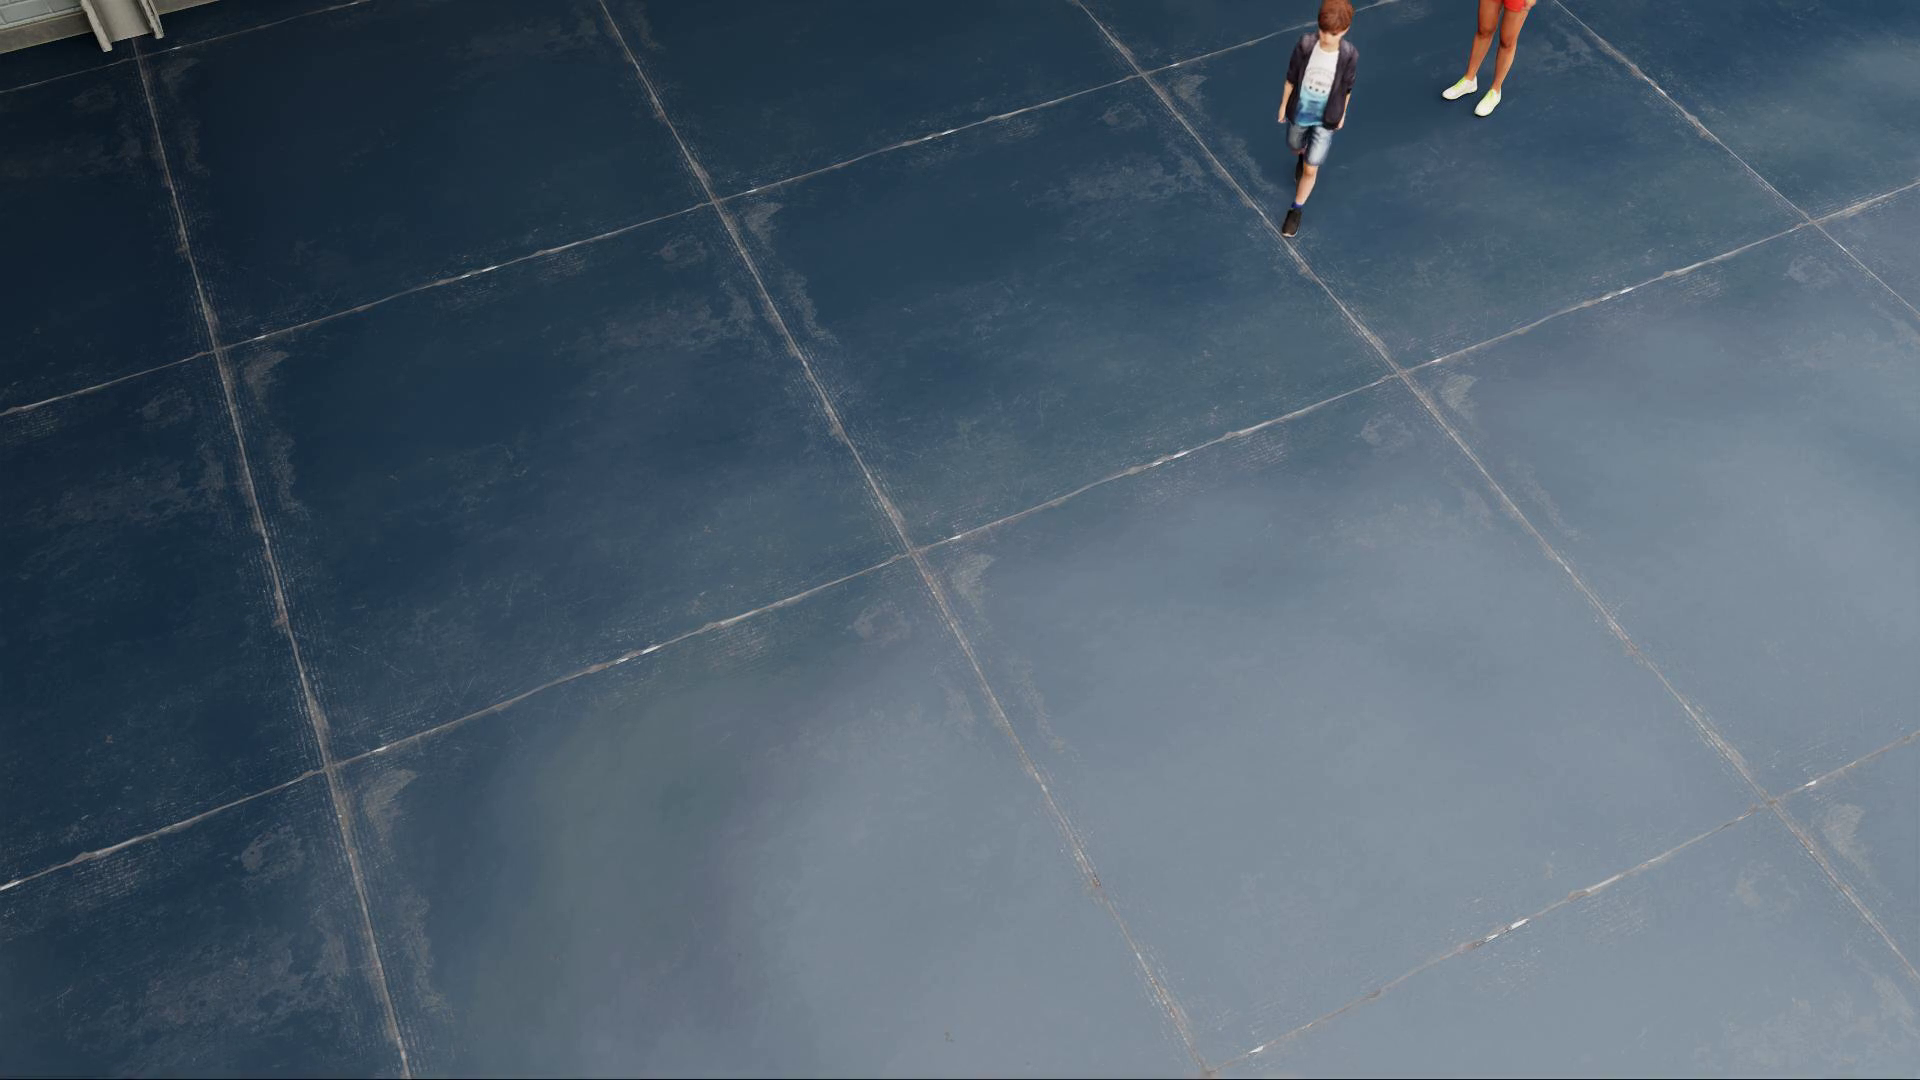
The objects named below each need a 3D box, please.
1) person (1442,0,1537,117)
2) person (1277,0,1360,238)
[{"bbox_3d":[3.375,-3.428,10.138,0.660,1.792,0.642,-37,61,-25],"label":"person"},{"bbox_3d":[2.075,-2.524,9.672,0.923,1.422,1.001,18,54,14],"label":"person"}]
